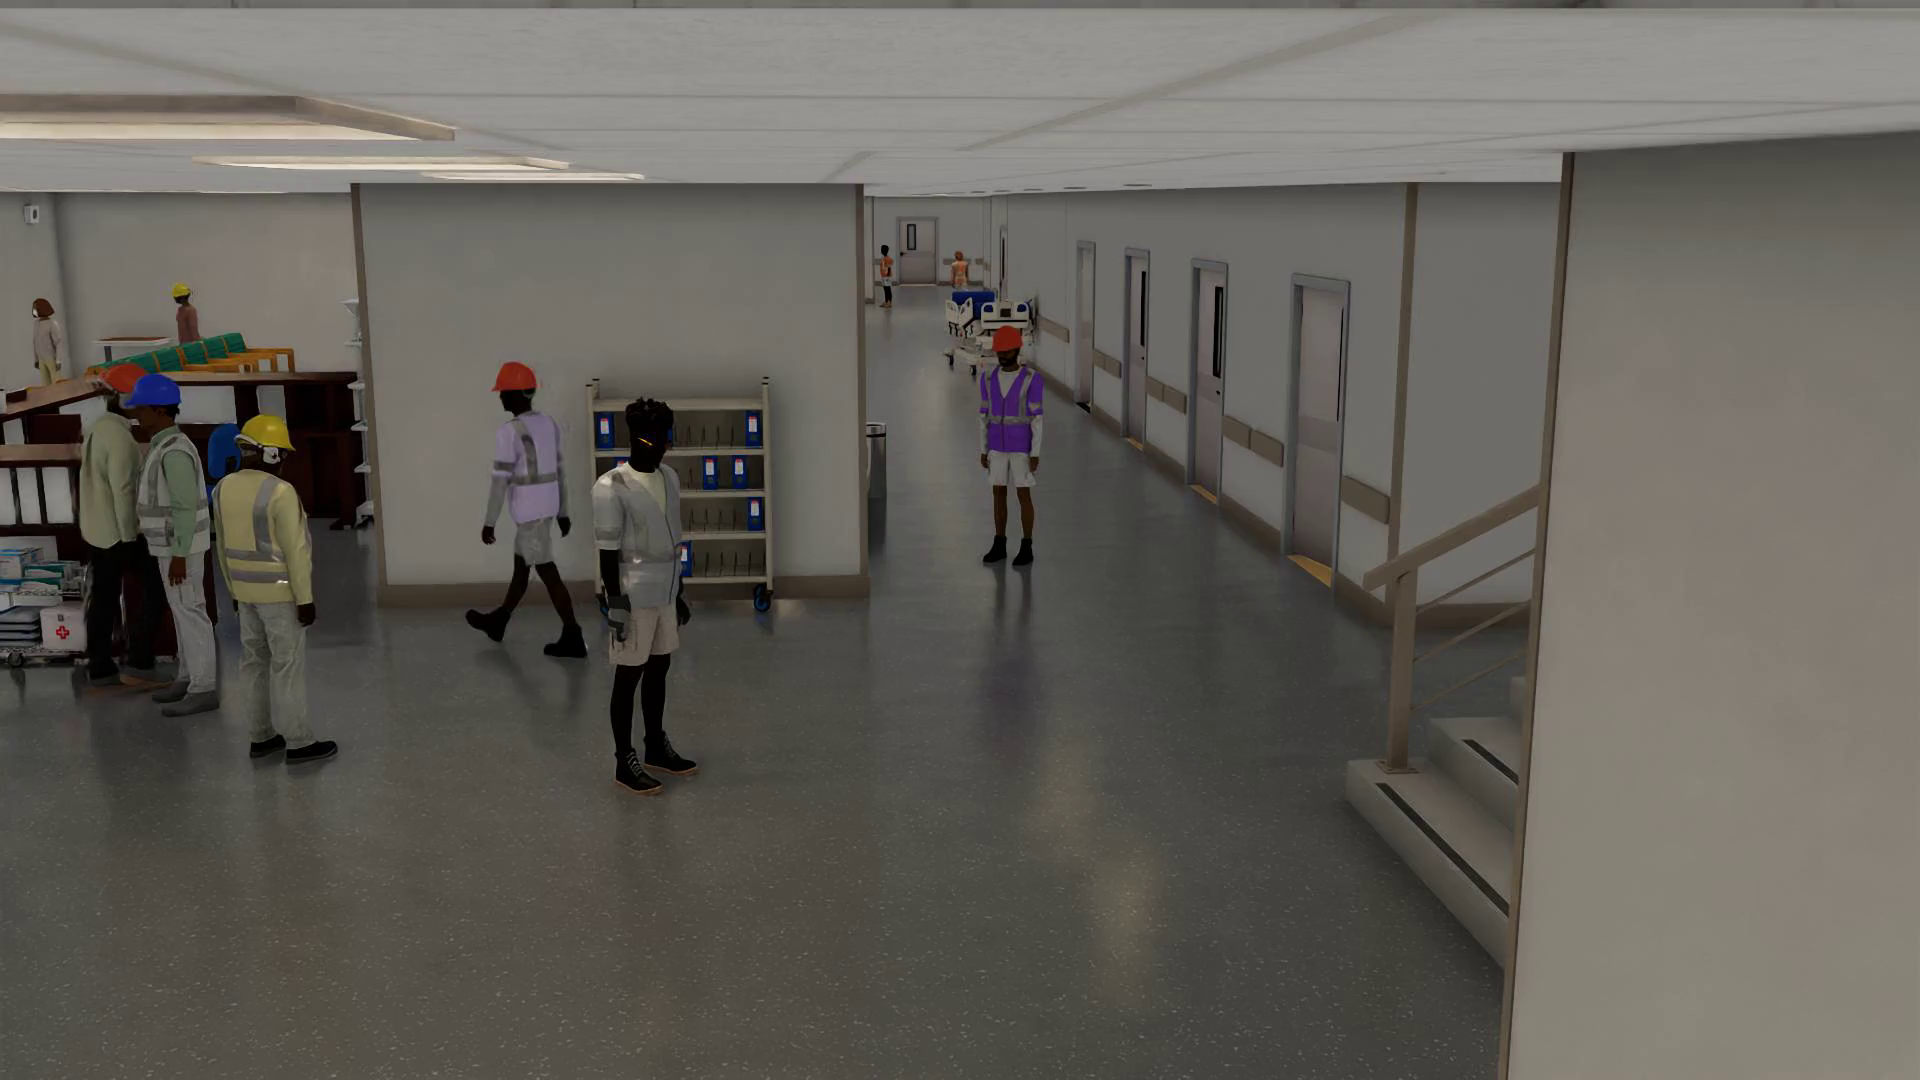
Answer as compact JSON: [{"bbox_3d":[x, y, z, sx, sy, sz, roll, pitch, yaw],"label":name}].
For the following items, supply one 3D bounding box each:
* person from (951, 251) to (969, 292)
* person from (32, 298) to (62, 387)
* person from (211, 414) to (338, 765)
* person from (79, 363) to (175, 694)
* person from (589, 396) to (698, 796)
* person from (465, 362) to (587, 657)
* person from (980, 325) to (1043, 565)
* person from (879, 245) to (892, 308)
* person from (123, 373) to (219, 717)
[{"bbox_3d":[0.018,-6.647,42.917,0.513,1.602,0.822,-3,12,-15],"label":"person"},{"bbox_3d":[-12.004,-2.360,21.891,0.498,1.634,0.283,6,13,28],"label":"person"},{"bbox_3d":[-3.570,0.258,8.641,0.589,1.822,0.404,7,13,29],"label":"person"},{"bbox_3d":[-4.939,-0.053,9.810,0.685,1.956,0.569,11,16,42],"label":"person"},{"bbox_3d":[-1.549,0.268,8.253,0.379,1.959,0.604,6,13,25],"label":"person"},{"bbox_3d":[-2.837,-0.195,10.693,1.010,1.879,0.566,4,12,17],"label":"person"},{"bbox_3d":[0.393,-0.750,13.310,0.547,1.929,0.394,6,13,26],"label":"person"},{"bbox_3d":[-2.013,-7.182,45.313,0.322,1.690,0.536,-4,12,-20],"label":"person"},{"bbox_3d":[-4.468,0.025,9.463,0.389,1.949,0.604,-7,13,-31],"label":"person"}]
